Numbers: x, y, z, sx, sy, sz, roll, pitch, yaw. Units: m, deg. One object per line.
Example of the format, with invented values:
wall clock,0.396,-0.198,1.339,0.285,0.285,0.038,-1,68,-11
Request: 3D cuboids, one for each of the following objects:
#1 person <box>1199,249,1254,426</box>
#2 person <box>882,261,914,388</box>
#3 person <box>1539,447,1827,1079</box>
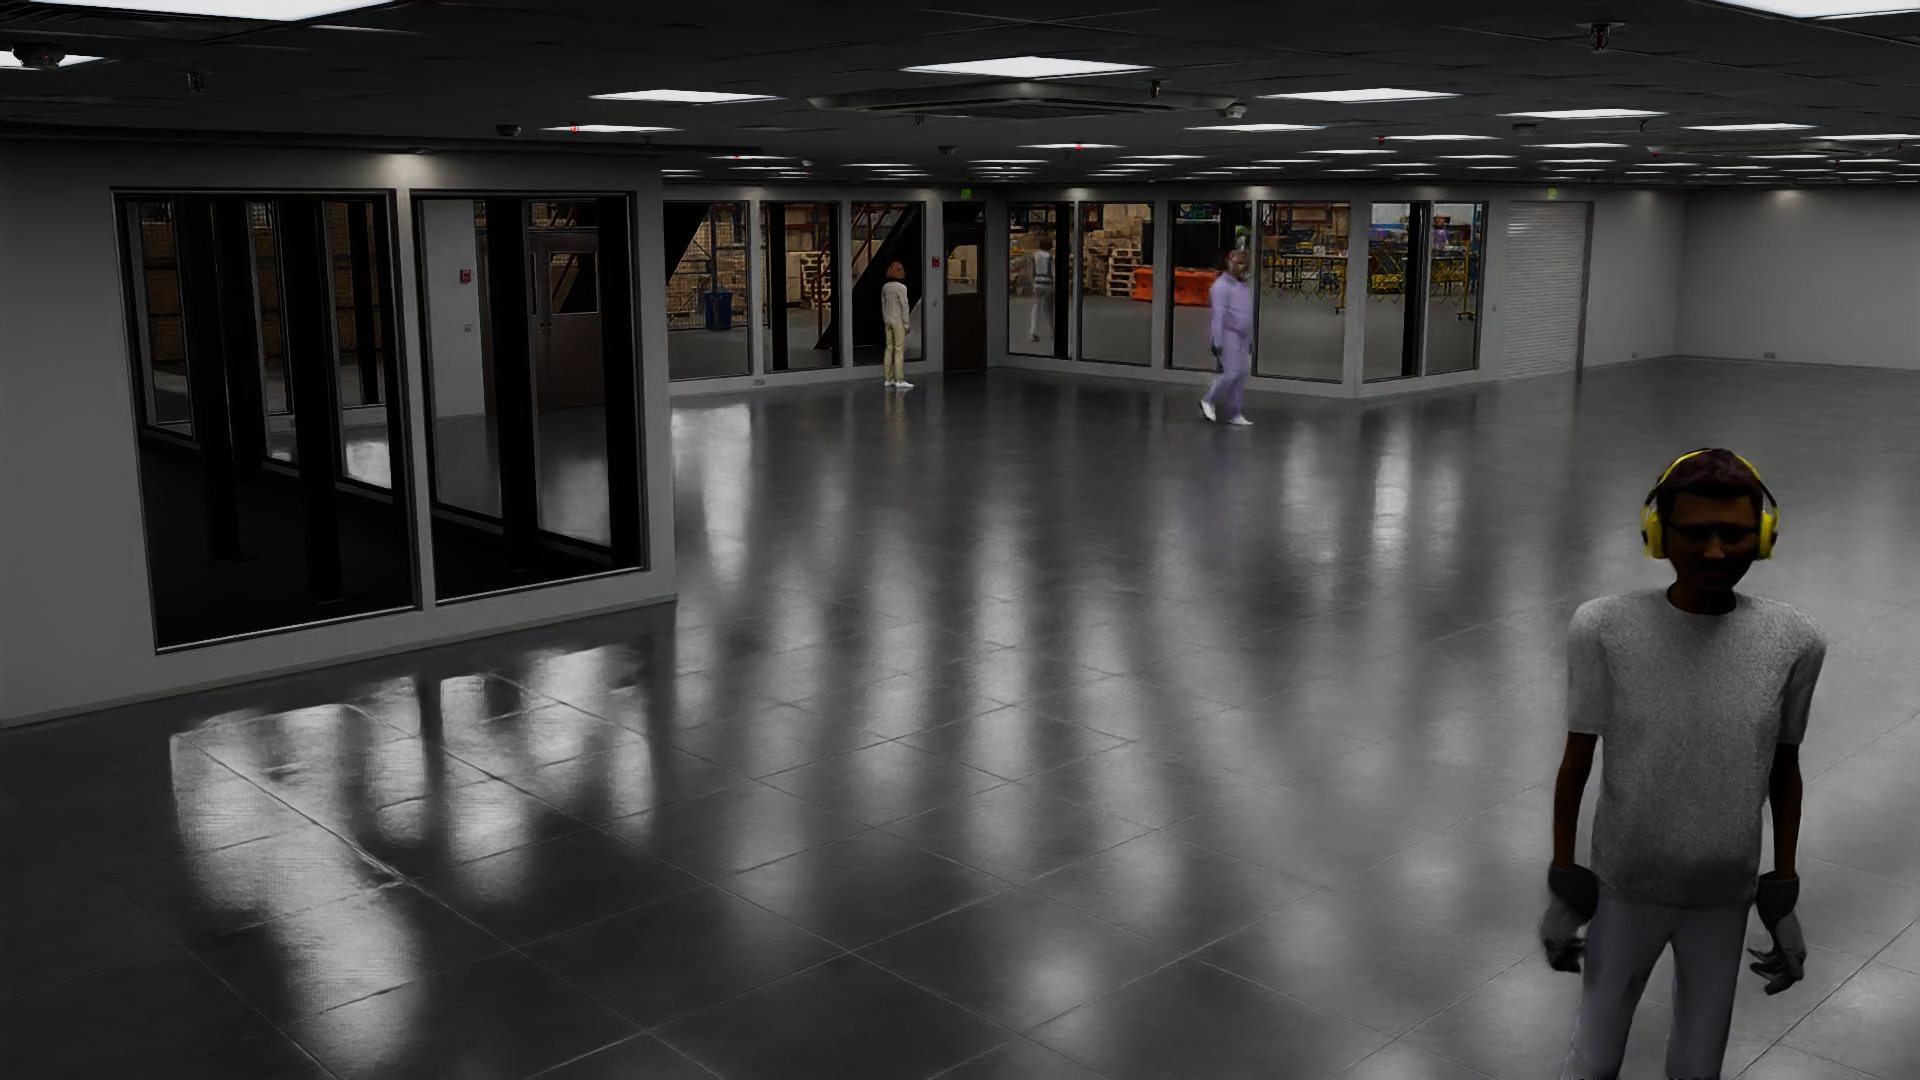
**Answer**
person,2.921,-2.167,17.867,0.463,1.892,0.645,9,15,39
person,-0.825,-2.803,21.685,0.280,1.636,0.500,-9,15,-39
person,1.466,0.731,3.406,0.516,1.871,0.325,2,11,8
